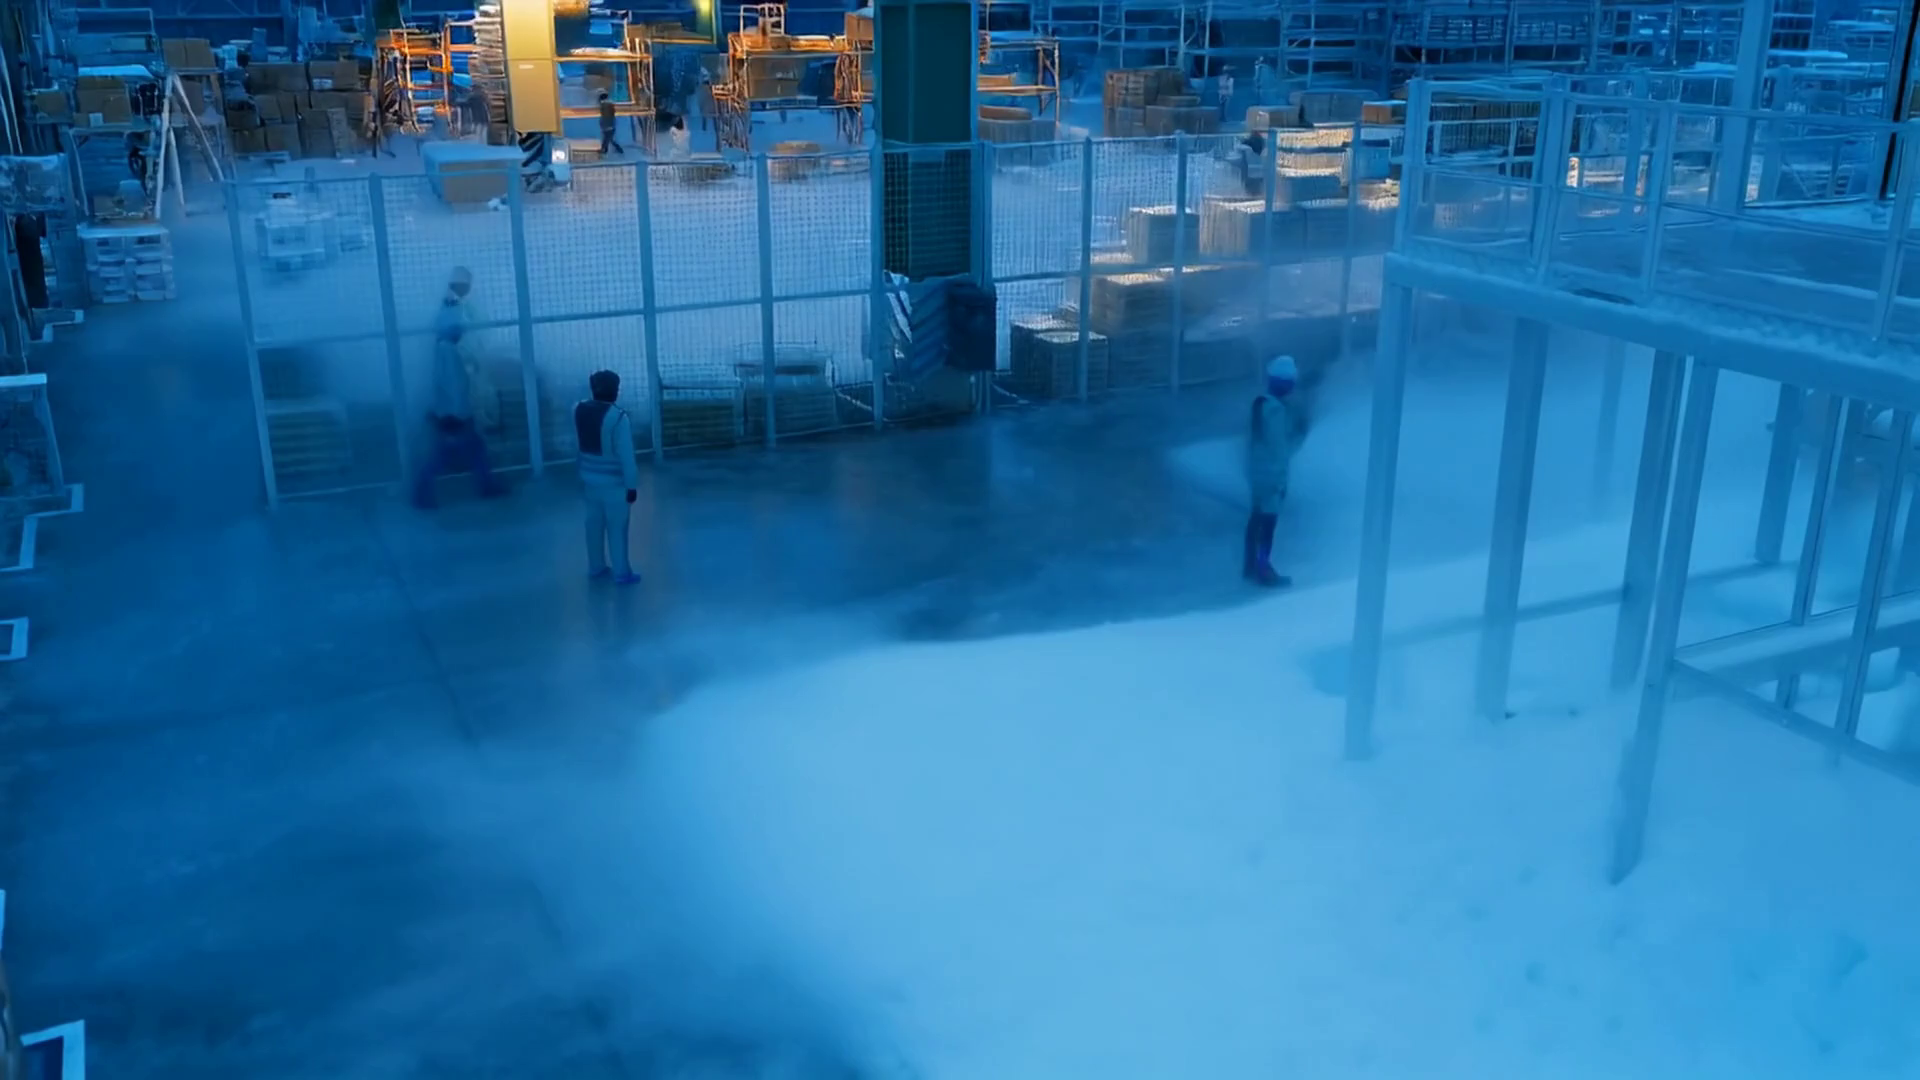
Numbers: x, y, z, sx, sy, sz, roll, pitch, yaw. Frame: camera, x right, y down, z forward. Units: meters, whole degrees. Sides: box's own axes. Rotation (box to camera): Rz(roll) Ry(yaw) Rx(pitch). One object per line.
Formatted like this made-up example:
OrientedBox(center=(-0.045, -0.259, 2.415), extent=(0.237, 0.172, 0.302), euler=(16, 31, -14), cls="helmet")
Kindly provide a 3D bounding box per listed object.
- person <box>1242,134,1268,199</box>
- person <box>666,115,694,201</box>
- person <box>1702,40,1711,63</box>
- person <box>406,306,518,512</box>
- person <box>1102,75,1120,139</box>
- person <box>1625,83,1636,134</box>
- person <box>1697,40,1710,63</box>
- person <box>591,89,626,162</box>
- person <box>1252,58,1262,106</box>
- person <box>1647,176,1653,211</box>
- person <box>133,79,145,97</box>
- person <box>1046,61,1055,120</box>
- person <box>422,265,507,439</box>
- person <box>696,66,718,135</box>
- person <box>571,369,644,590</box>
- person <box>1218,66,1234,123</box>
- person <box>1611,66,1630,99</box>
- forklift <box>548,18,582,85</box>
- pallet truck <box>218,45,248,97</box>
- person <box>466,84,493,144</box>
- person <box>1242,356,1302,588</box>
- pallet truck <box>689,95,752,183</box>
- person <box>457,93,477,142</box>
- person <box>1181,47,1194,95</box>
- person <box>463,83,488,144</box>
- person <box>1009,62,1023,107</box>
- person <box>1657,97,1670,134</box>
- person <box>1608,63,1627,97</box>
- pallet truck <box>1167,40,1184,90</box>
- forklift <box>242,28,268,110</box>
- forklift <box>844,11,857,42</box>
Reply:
OrientedBox(center=(5.820, -7.137, 32.850), extent=(0.628, 1.891, 0.626), euler=(-6, 20, -17), cls="person")
OrientedBox(center=(-6.132, -8.417, 36.648), extent=(0.619, 1.839, 0.430), euler=(-12, 23, -32), cls="person")
OrientedBox(center=(35.951, -23.447, 80.249), extent=(0.651, 1.813, 0.600), euler=(-7, 20, -19), cls="person")
OrientedBox(center=(-4.801, -1.227, 15.647), extent=(1.031, 1.949, 0.638), euler=(-7, 20, -21), cls="person")
OrientedBox(center=(4.516, -12.955, 49.773), extent=(0.509, 1.860, 0.334), euler=(7, 20, 20), cls="person")
OrientedBox(center=(20.425, -13.057, 50.473), extent=(0.494, 1.591, 0.873), euler=(3, 19, 9), cls="person")
OrientedBox(center=(34.868, -22.629, 78.054), extent=(0.539, 1.695, 0.318), euler=(2, 19, 5), cls="person")
OrientedBox(center=(-9.300, -10.940, 43.903), extent=(0.984, 1.878, 0.608), euler=(2, 19, 5), cls="person")
OrientedBox(center=(11.034, -16.992, 61.713), extent=(0.317, 1.696, 0.540), euler=(0, 19, -1), cls="person")
OrientedBox(center=(11.226, -5.026, 26.977), extent=(0.484, 1.724, 0.496), euler=(6, 20, 16), cls="person")
OrientedBox(center=(-25.320, -13.405, 51.421), extent=(0.518, 1.633, 0.313), euler=(6, 20, 17), cls="person")
OrientedBox(center=(3.053, -15.019, 55.628), extent=(0.369, 1.940, 0.631), euler=(-3, 19, -8), cls="person")
OrientedBox(center=(-5.415, -2.010, 17.950), extent=(0.828, 1.922, 0.613), euler=(-18, 26, -41), cls="person")
OrientedBox(center=(-7.774, -13.459, 50.953), extent=(0.681, 2.000, 0.536), euler=(3, 19, 7), cls="person")
OrientedBox(center=(-2.897, -0.501, 13.712), extent=(0.623, 1.835, 0.431), euler=(12, 23, 32), cls="person")
OrientedBox(center=(8.669, -14.598, 54.566), extent=(0.606, 1.830, 0.982), euler=(17, 26, 41), cls="person")
OrientedBox(center=(21.266, -14.309, 53.641), extent=(0.550, 1.884, 0.993), euler=(9, 21, 24), cls="person")
OrientedBox(center=(-17.492, -21.050, 71.690), extent=(1.873, 2.768, 1.129), euler=(-12, 22, -31), cls="forklift")
OrientedBox(center=(-28.879, -18.665, 66.111), extent=(0.823, 1.965, 1.885), euler=(-3, 19, -9), cls="pallet truck")
OrientedBox(center=(-12.980, -11.352, 45.018), extent=(0.642, 1.925, 0.425), euler=(7, 20, 19), cls="person")
OrientedBox(center=(2.573, -0.568, 13.747), extent=(0.375, 1.934, 0.547), euler=(-4, 20, -12), cls="person")
OrientedBox(center=(-5.836, -9.608, 39.856), extent=(0.823, 1.965, 1.885), euler=(10, 22, 27), cls="pallet truck")
OrientedBox(center=(-13.352, -11.279, 45.157), extent=(0.530, 1.693, 0.321), euler=(3, 19, 8), cls="person")
OrientedBox(center=(8.826, -18.087, 64.460), extent=(0.604, 1.983, 0.633), euler=(13, 23, 32), cls="person")
OrientedBox(center=(-13.418, -11.681, 46.037), extent=(0.627, 1.887, 0.433), euler=(-7, 20, -20), cls="person")
OrientedBox(center=(1.815, -15.034, 55.732), extent=(0.675, 1.908, 0.635), euler=(-14, 23, -34), cls="person")
OrientedBox(center=(16.997, -9.722, 40.255), extent=(0.614, 1.949, 0.481), euler=(-5, 20, -15), cls="person")
OrientedBox(center=(22.013, -14.948, 55.504), extent=(1.022, 1.875, 0.543), euler=(-11, 22, -29), cls="person")
OrientedBox(center=(9.045, -19.971, 69.895), extent=(0.823, 1.965, 1.885), euler=(-3, 19, -8), cls="pallet truck")
OrientedBox(center=(-24.965, -16.909, 59.685), extent=(1.873, 2.768, 1.129), euler=(-9, 21, -25), cls="forklift")
OrientedBox(center=(-5.479, -25.083, 83.381), extent=(1.873, 2.768, 1.129), euler=(-9, 21, -25), cls="forklift")
